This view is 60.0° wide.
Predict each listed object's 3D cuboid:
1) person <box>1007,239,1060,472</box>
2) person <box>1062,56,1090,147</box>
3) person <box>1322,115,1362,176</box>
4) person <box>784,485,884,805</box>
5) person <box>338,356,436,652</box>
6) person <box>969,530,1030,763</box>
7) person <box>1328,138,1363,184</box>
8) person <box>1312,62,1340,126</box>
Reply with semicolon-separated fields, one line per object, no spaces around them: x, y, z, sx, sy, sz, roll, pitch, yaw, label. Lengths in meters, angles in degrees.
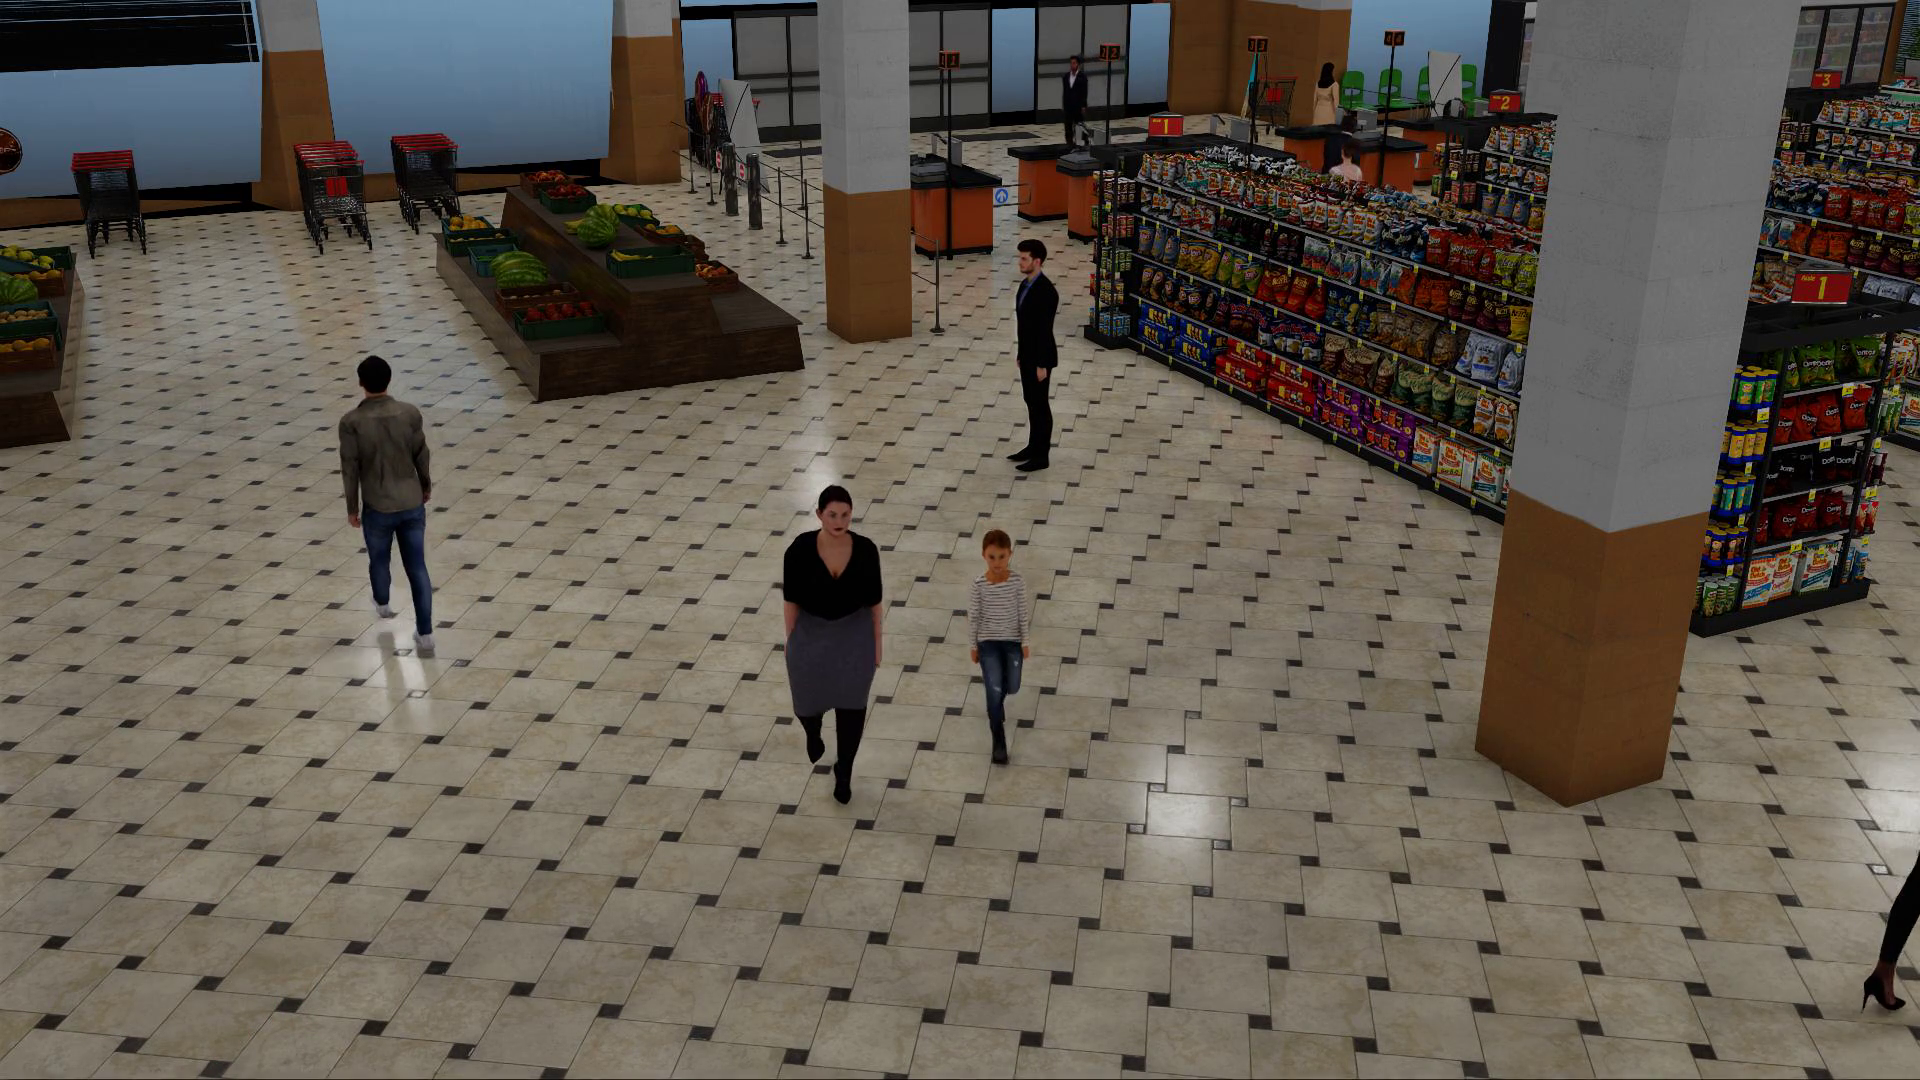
0.620;-1.507;13.458;0.771;1.885;0.590;-7;23;-17;person
1.969;-7.275;28.054;1.036;1.707;1.018;14;26;30;person
4.651;-4.315;20.547;0.891;1.812;0.854;-19;29;-39;person
-0.669;0.514;8.618;0.779;1.744;0.858;-3;22;-9;person
-3.461;-0.173;10.235;0.800;1.814;1.170;-13;25;-29;person
0.213;0.548;9.123;0.616;1.305;0.808;-2;22;-6;person
4.358;-3.647;18.949;0.743;1.763;1.118;-5;22;-12;person
6.013;-6.998;27.397;0.762;1.682;0.583;-19;28;-38;person
